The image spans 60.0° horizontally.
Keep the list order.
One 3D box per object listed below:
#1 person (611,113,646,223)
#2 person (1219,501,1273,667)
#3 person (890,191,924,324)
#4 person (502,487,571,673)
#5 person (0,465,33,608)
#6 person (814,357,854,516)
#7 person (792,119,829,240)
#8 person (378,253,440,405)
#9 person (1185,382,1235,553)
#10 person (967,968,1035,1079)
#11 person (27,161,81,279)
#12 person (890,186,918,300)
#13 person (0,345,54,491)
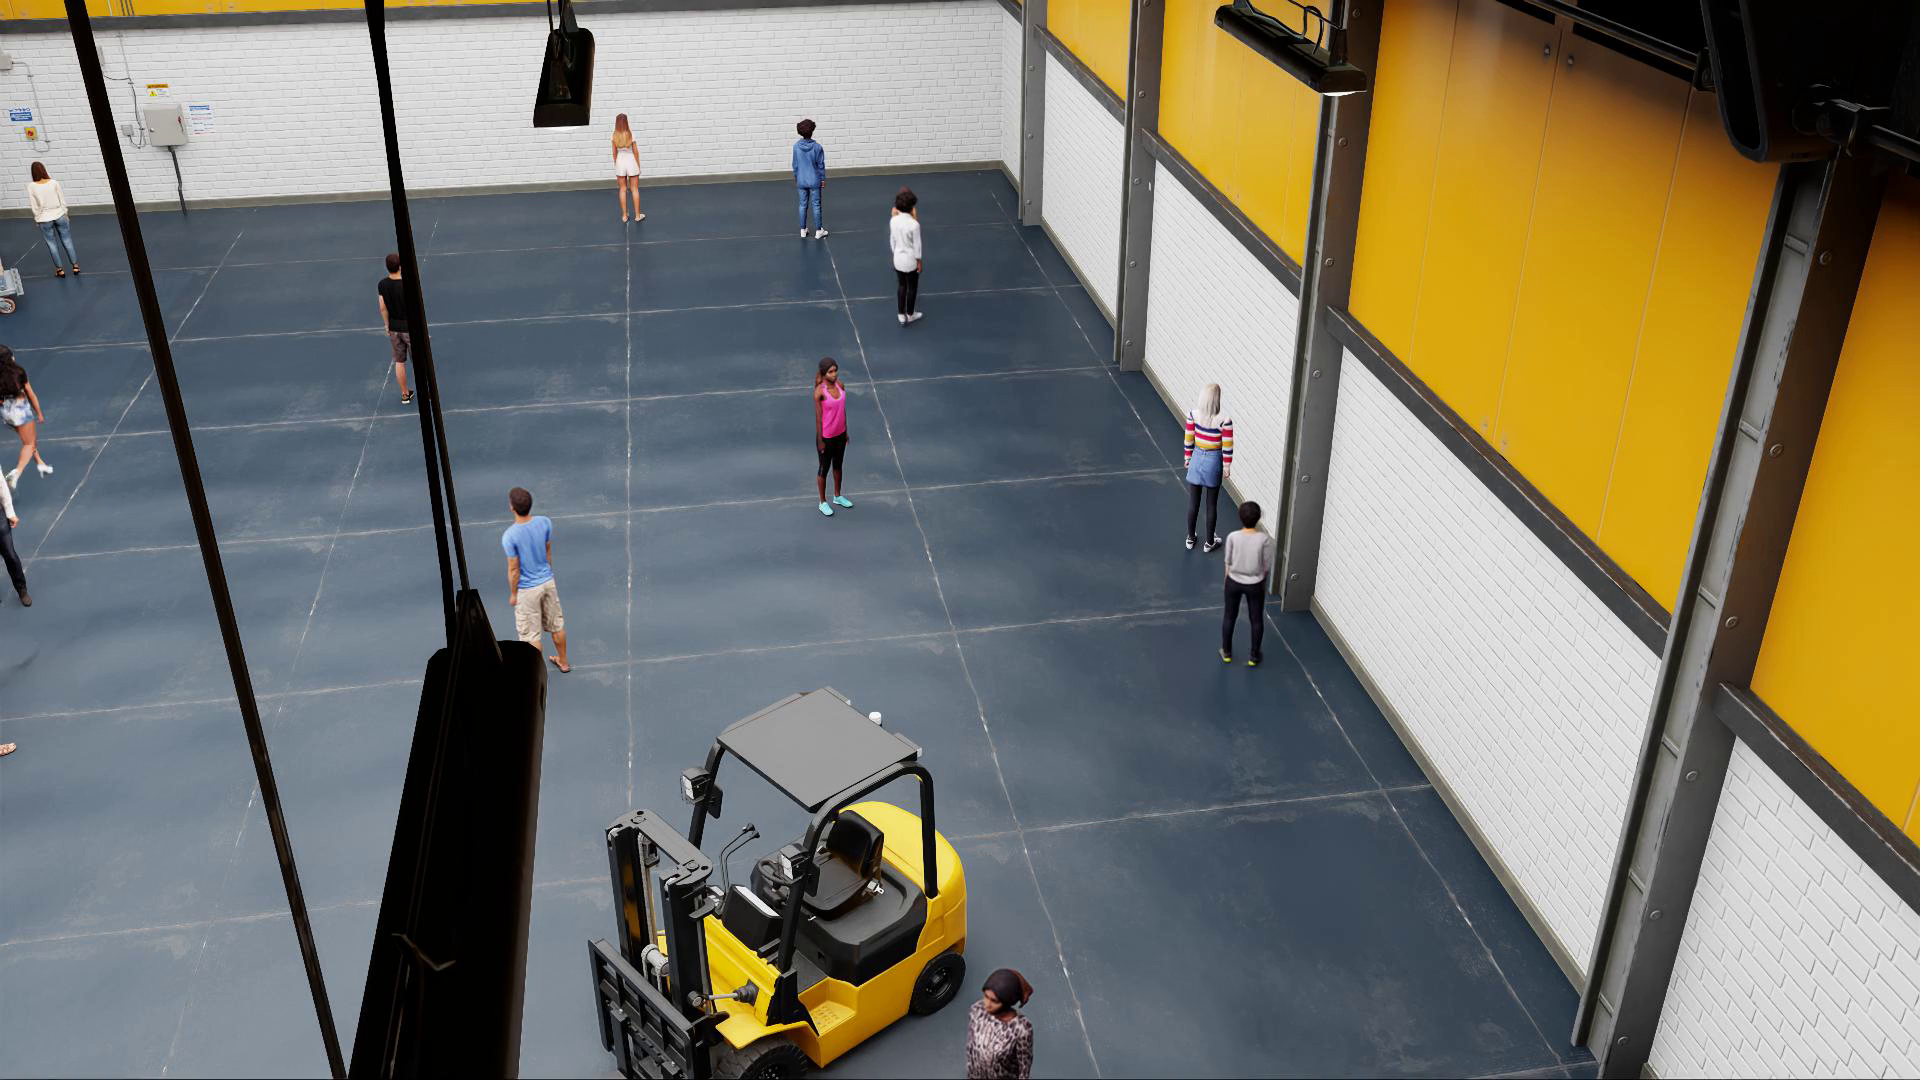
[{"bbox_3d":[-5.243,-5.862,26.149,0.611,1.697,0.609,1,29,2],"label":"person"},{"bbox_3d":[2.550,0.391,14.853,0.662,1.537,0.682,7,29,12],"label":"person"},{"bbox_3d":[-0.718,-3.748,22.163,0.828,1.804,0.887,15,32,26],"label":"person"},{"bbox_3d":[-3.709,0.395,14.507,0.783,1.863,0.750,24,36,36],"label":"person"},{"bbox_3d":[-9.152,-0.209,15.607,0.734,1.870,0.670,-16,32,-27],"label":"person"},{"bbox_3d":[-1.356,-1.113,17.416,0.650,1.724,0.690,-24,37,-36],"label":"person"},{"bbox_3d":[-2.302,-5.521,25.406,0.760,1.811,0.734,8,30,14],"label":"person"},{"bbox_3d":[-6.649,-2.529,19.870,0.751,1.860,0.684,4,29,7],"label":"person"},{"bbox_3d":[2.461,-0.743,16.650,0.712,1.808,0.730,14,32,24],"label":"person"},{"bbox_3d":[0.229,3.154,9.604,0.669,1.714,0.734,20,35,33],"label":"person"},{"bbox_3d":[-13.026,-4.603,23.858,0.690,1.683,0.683,-19,34,-30],"label":"person"},{"bbox_3d":[-0.783,-4.106,23.113,0.569,1.524,1.032,-2,29,-5],"label":"person"},{"bbox_3d":[-10.136,-1.274,17.841,0.742,1.599,1.058,3,29,5],"label":"person"}]
